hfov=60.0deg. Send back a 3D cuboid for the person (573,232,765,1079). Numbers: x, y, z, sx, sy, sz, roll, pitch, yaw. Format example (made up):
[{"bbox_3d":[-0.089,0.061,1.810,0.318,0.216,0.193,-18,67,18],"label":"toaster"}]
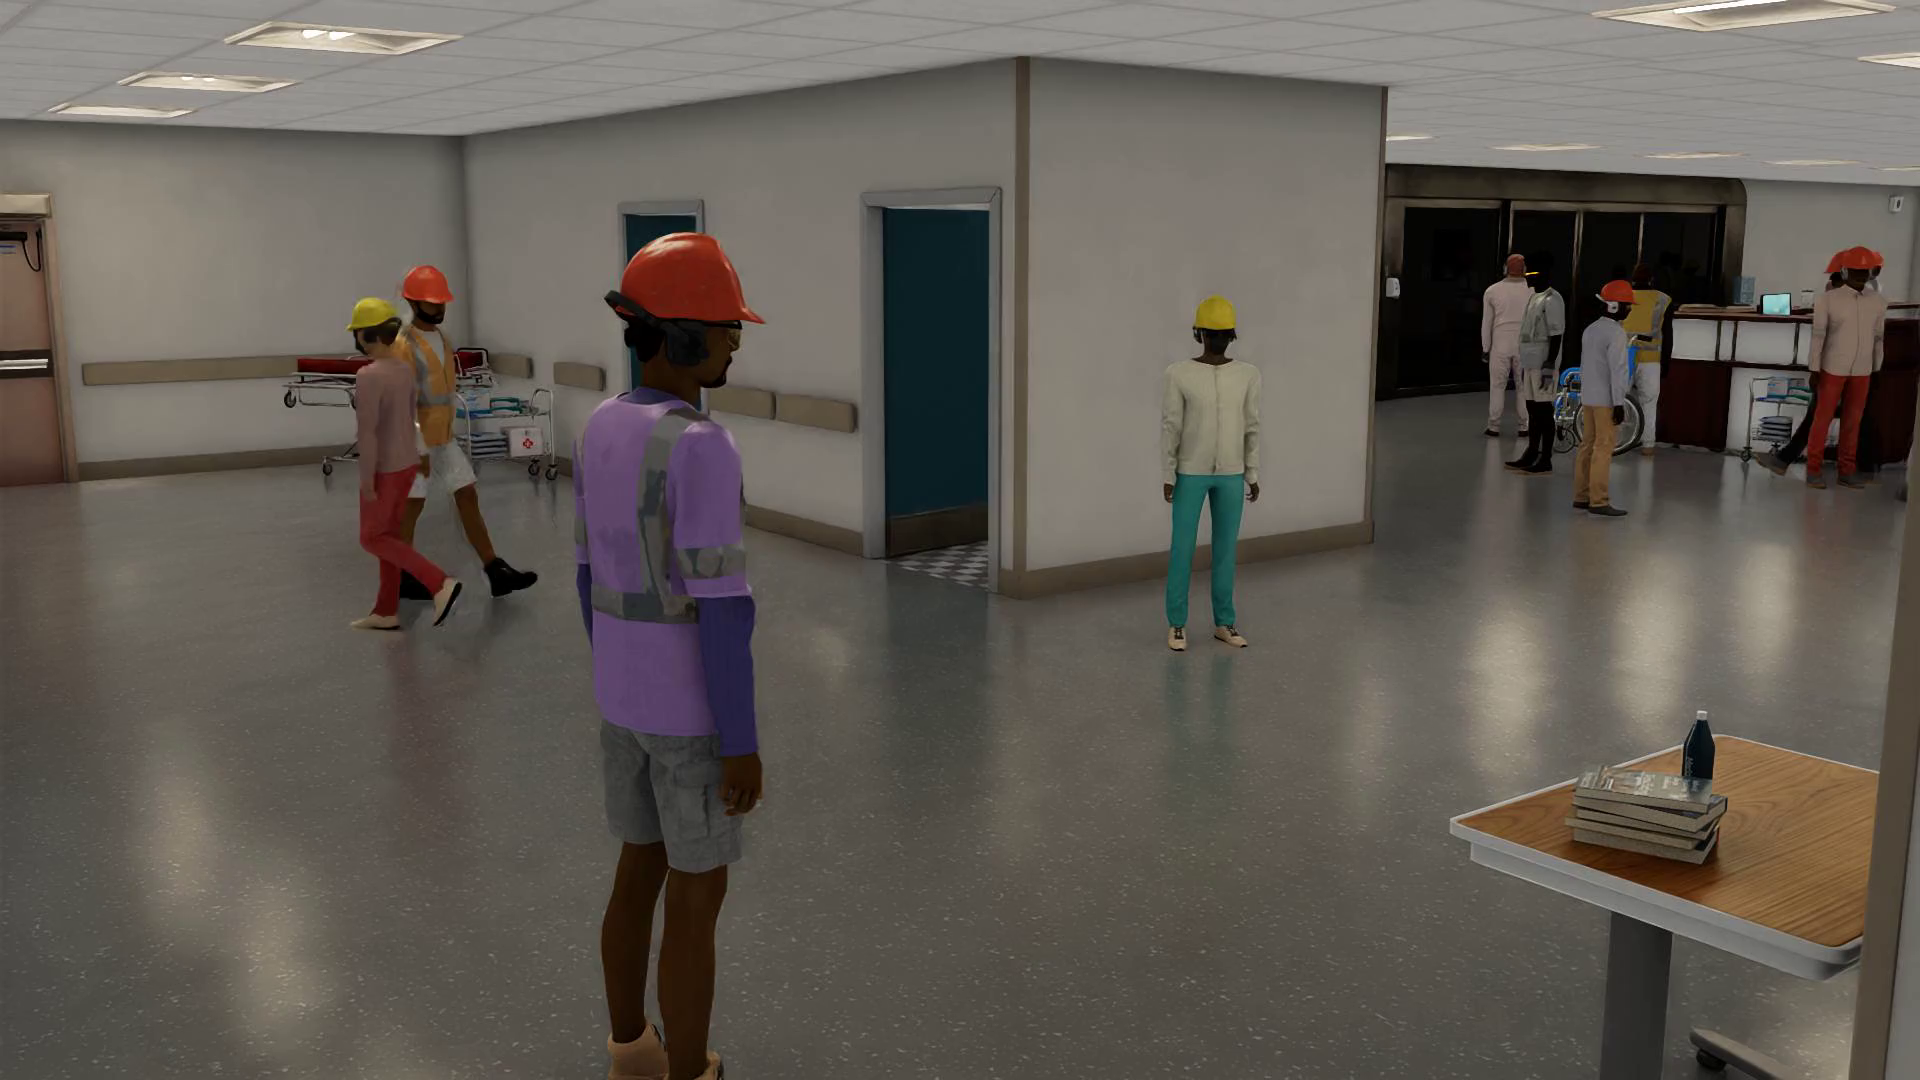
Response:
[{"bbox_3d":[-0.613,0.350,3.717,0.394,2.041,0.612,-8,13,-37],"label":"person"}]

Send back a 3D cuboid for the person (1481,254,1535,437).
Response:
[{"bbox_3d":[5.778,-2.028,17.421,0.643,1.909,0.410,2,10,10],"label":"person"}]

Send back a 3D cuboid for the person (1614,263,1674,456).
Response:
[{"bbox_3d":[6.473,-1.720,15.915,0.632,1.836,0.429,5,11,26],"label":"person"}]

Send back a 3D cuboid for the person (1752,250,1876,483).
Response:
[{"bbox_3d":[7.309,-1.444,14.020,1.002,1.945,0.636,1,10,3],"label":"person"}]

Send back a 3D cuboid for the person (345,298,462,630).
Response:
[{"bbox_3d":[-2.900,-0.373,8.586,0.597,1.743,0.534,1,10,7],"label":"person"}]

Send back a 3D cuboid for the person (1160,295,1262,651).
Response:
[{"bbox_3d":[1.250,-0.328,8.294,0.525,1.769,0.308,-2,10,-12],"label":"person"}]

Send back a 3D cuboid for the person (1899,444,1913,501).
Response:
[{"bbox_3d":[7.577,-1.150,12.552,0.610,1.886,1.029,-1,10,-4],"label":"person"}]

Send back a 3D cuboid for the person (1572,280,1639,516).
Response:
[{"bbox_3d":[4.832,-1.057,12.415,0.340,1.748,0.568,-1,10,-3],"label":"person"}]

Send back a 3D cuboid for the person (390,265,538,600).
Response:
[{"bbox_3d":[-2.844,-0.567,9.278,0.934,1.890,0.559,3,10,15],"label":"person"}]

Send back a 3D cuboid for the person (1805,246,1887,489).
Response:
[{"bbox_3d":[7.305,-1.408,13.698,0.623,1.992,0.396,0,10,-2],"label":"person"}]

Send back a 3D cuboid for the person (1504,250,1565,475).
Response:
[{"bbox_3d":[5.069,-1.548,14.567,0.372,1.963,0.608,0,10,-1],"label":"person"}]
